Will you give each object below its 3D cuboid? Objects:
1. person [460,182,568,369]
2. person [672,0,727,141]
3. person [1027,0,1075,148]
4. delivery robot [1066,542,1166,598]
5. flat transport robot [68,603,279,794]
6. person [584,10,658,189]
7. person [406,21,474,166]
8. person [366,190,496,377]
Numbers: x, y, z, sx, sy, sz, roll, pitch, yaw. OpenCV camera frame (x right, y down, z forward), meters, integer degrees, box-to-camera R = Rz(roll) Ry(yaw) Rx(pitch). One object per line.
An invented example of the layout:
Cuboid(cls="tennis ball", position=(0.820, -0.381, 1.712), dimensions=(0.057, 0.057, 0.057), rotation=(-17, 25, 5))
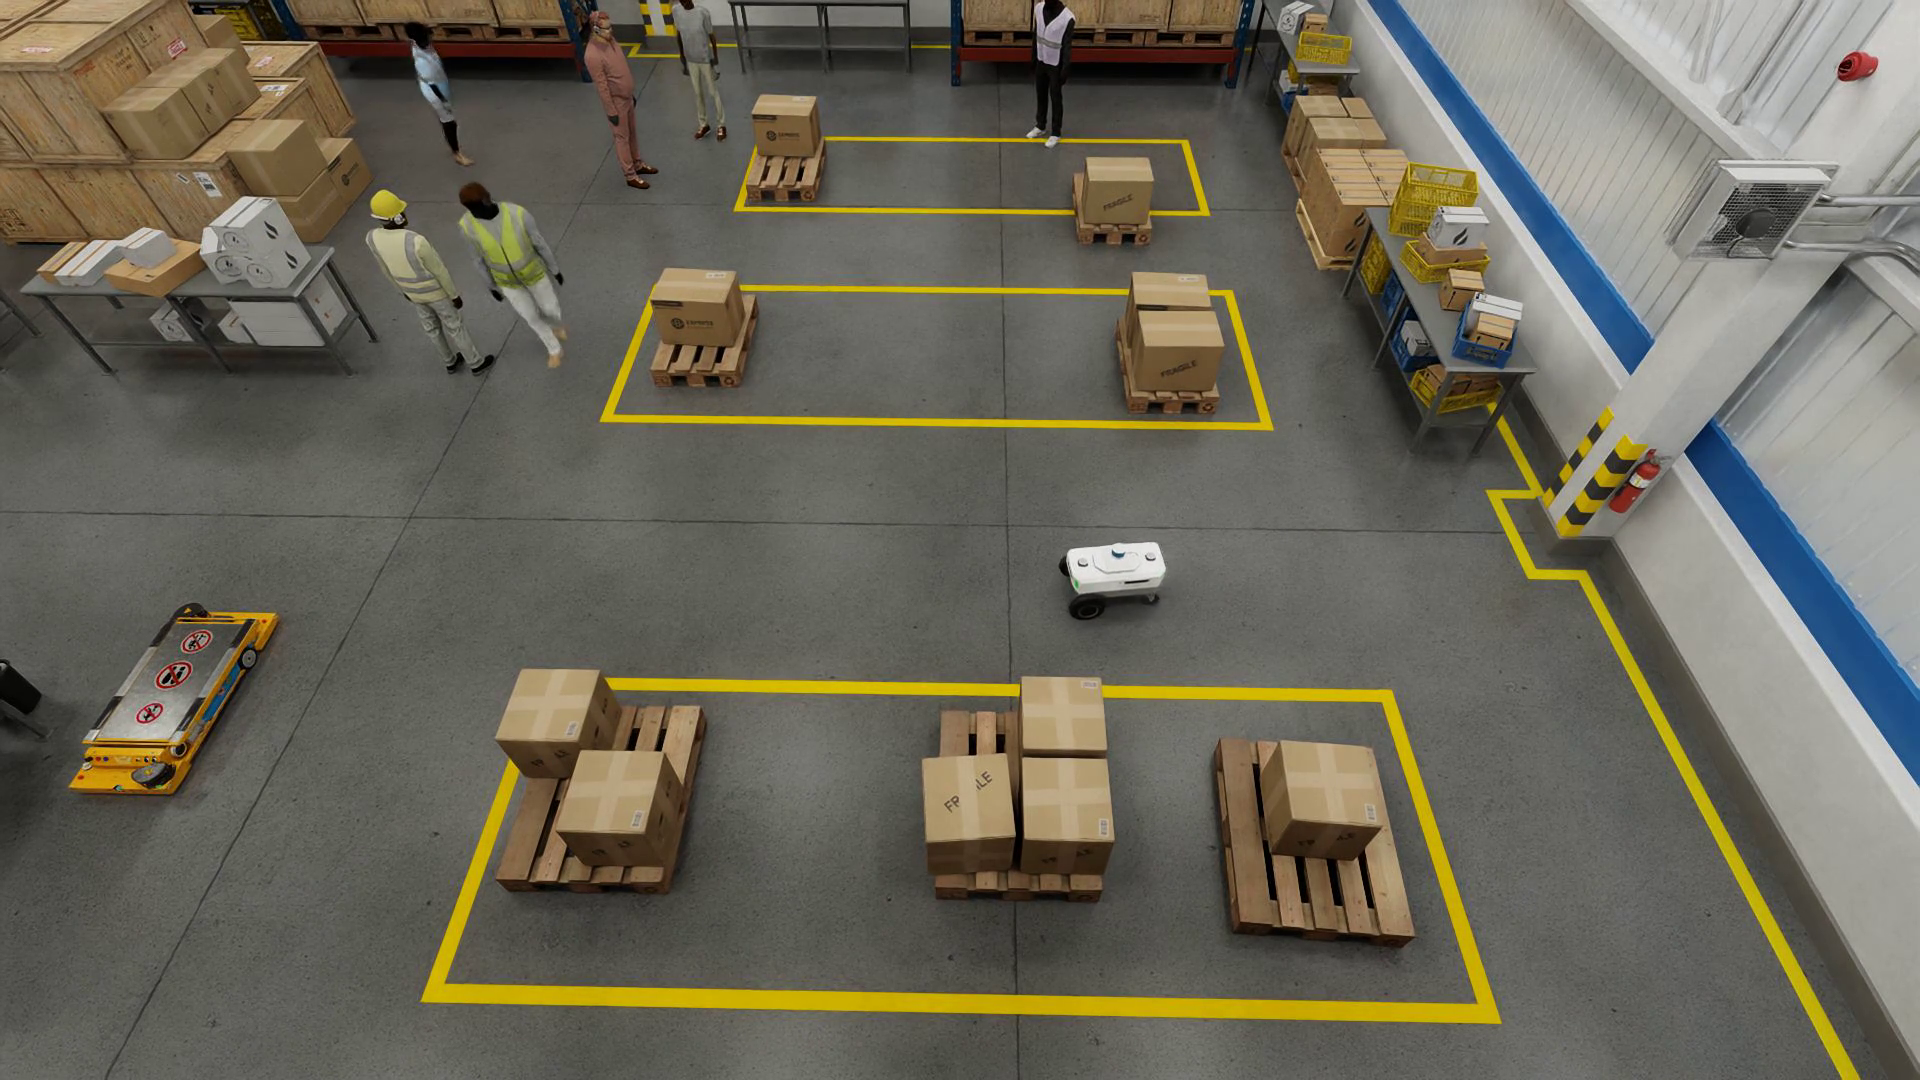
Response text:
Cuboid(cls="person", position=(-4.029, -2.440, 8.420), dimensions=(0.667, 1.806, 0.560), rotation=(-13, 51, -10))
Cuboid(cls="person", position=(-3.207, -5.897, 11.300), dimensions=(0.543, 1.870, 0.309), rotation=(9, 50, 7))
Cuboid(cls="person", position=(1.113, -5.848, 11.233), dimensions=(0.371, 1.910, 0.590), rotation=(-37, 59, -27))
Cuboid(cls="delivery robot", position=(1.173, 0.215, 6.923), dimensions=(0.707, 0.478, 0.477), rotation=(-5, 50, -4))
Cuboid(cls="flat transport robot", position=(-5.504, 1.072, 6.442), dimensions=(0.652, 0.197, 1.431), rotation=(1, 50, 1))
Cuboid(cls="person", position=(-3.915, -5.062, 10.570), dimensions=(0.408, 1.907, 0.638), rotation=(4, 50, 3))
Cuboid(cls="person", position=(-6.263, -5.384, 10.999), dimensions=(0.360, 1.659, 0.690), rotation=(-16, 52, -13))
Cuboid(cls="person", position=(-4.791, -2.273, 8.256), dimensions=(0.597, 1.832, 0.404), rotation=(8, 50, 7))
